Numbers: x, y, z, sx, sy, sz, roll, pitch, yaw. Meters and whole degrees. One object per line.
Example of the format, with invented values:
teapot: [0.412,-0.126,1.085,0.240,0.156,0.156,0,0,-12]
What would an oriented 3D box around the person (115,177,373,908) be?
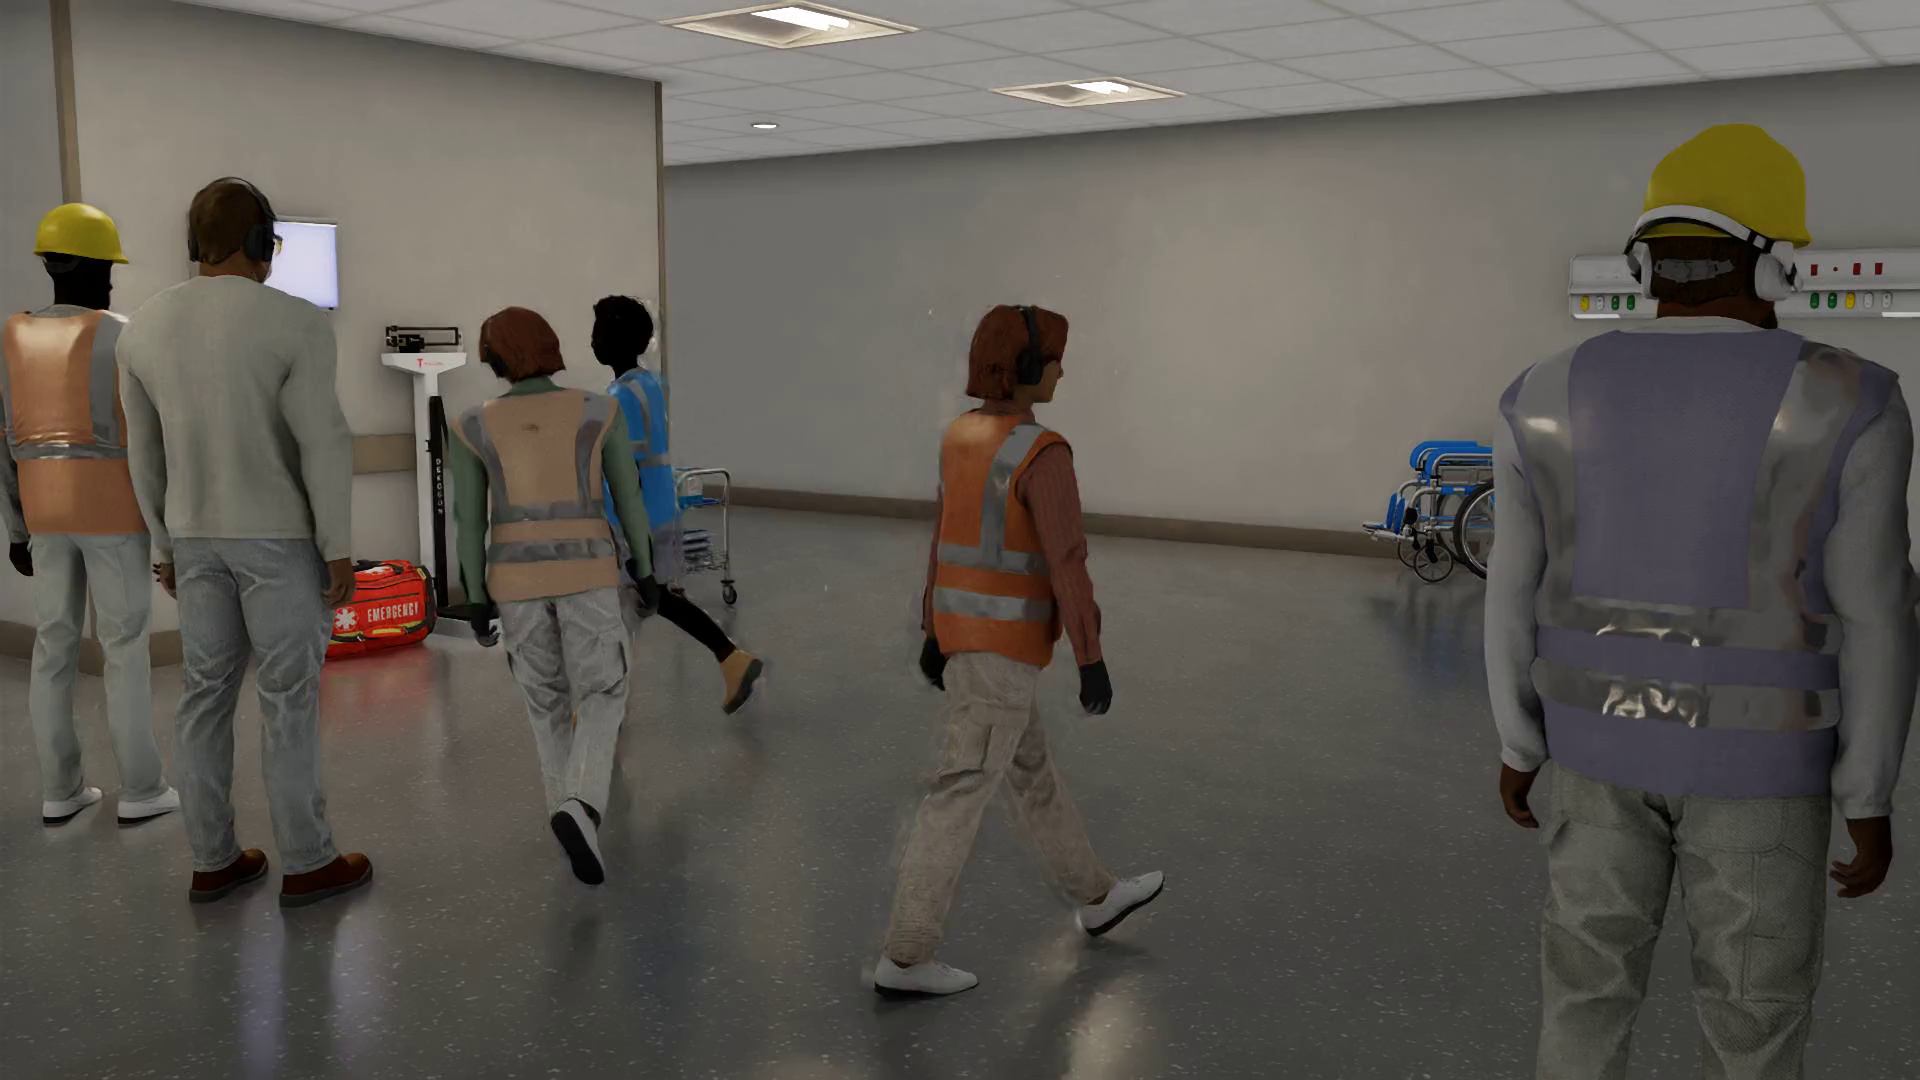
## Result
person: [-1.898,0.016,4.438,0.631,1.938,0.369,1,7,11]

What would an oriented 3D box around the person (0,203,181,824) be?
person: [-2.711,-0.070,5.187,0.588,1.923,0.371,1,7,5]

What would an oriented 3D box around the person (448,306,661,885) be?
person: [-1.130,0.152,4.632,0.570,1.604,0.671,-1,7,-6]

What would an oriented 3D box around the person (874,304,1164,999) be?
person: [0.153,0.251,3.921,0.882,1.588,0.549,-3,8,-26]

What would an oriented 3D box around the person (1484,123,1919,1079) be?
person: [1.097,0.308,2.502,0.596,1.831,0.403,6,9,40]

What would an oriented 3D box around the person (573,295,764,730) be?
person: [-1.163,-0.100,6.378,0.724,1.677,0.526,1,7,5]
